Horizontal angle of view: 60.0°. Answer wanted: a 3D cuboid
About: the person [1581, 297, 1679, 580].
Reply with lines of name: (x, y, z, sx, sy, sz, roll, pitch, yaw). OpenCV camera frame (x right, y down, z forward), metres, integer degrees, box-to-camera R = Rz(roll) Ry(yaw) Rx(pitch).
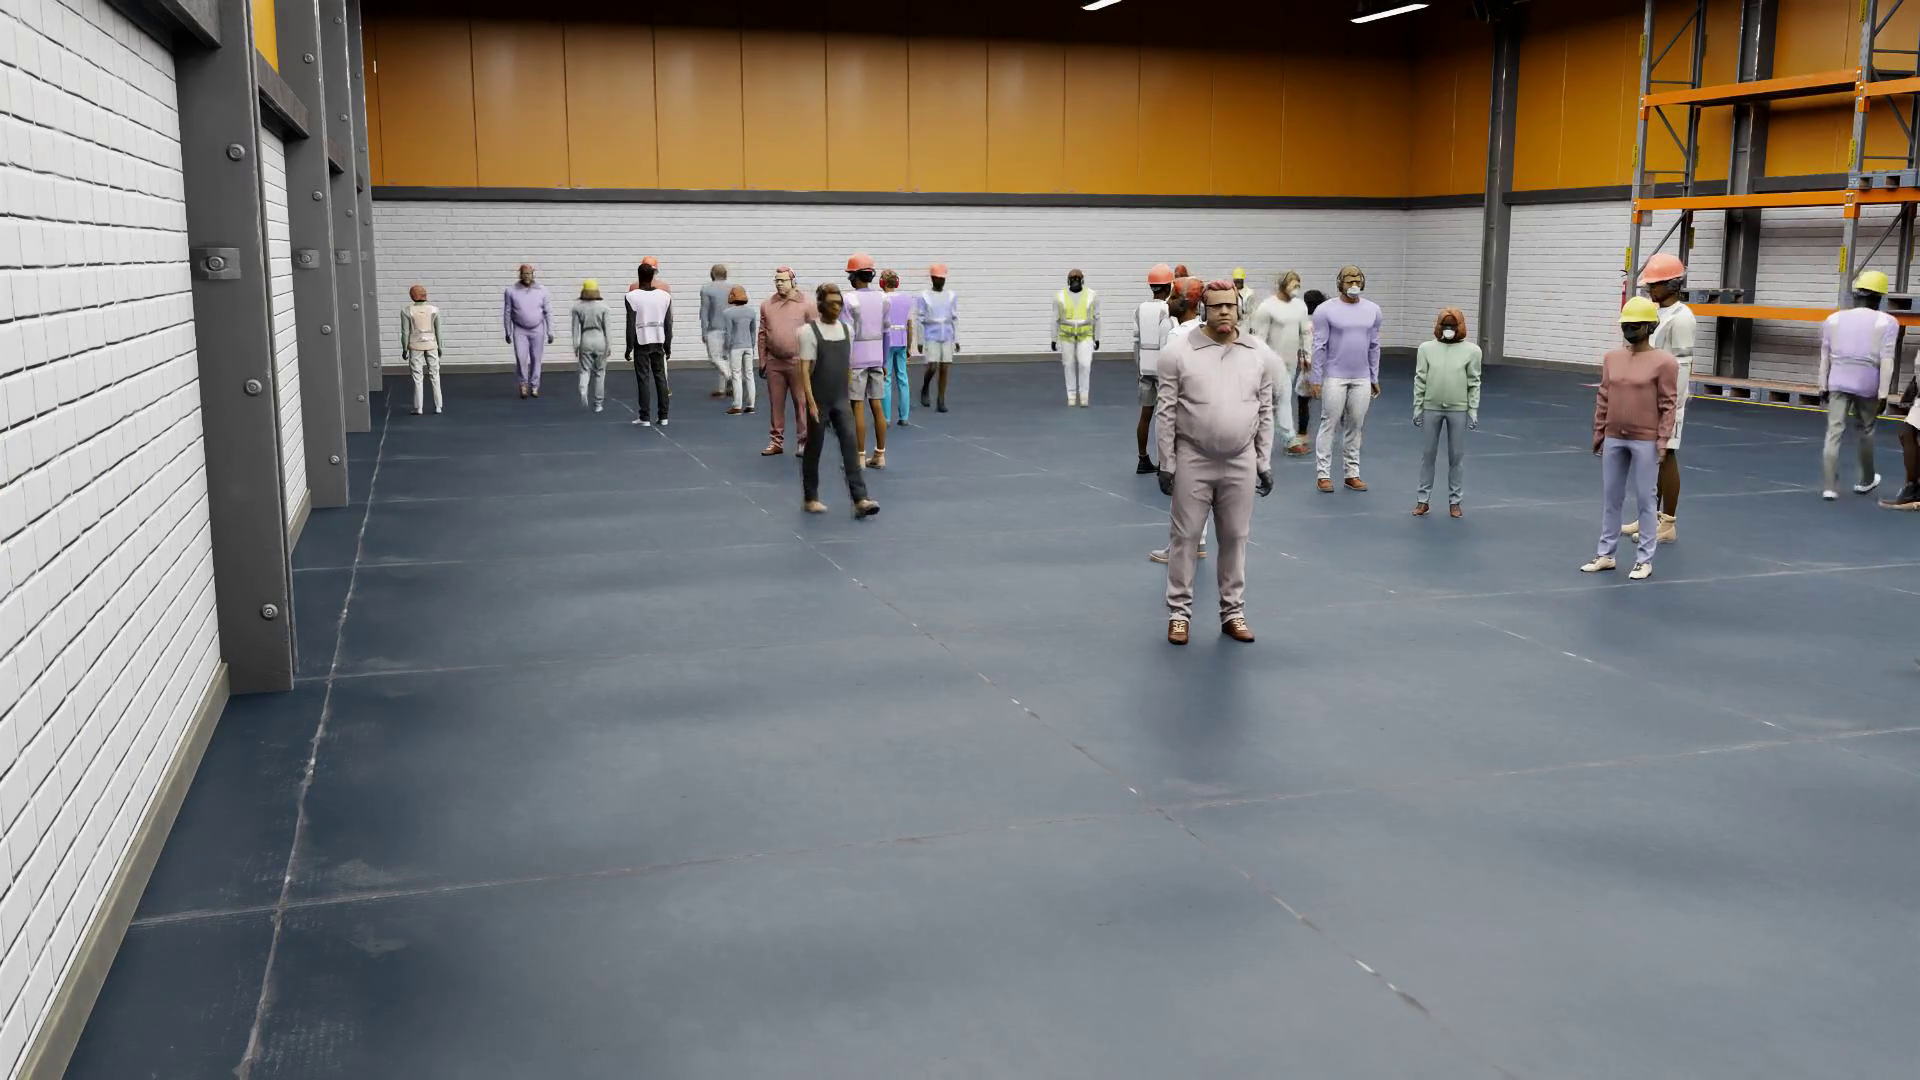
person: (4.224, -0.638, 10.468, 0.317, 1.769, 0.522, -7, 12, -36)

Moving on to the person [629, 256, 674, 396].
person: (-4.384, -3.034, 23.673, 0.622, 1.997, 0.371, 0, 10, 0)

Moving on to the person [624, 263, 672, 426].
person: (-3.684, -2.308, 19.696, 0.600, 1.917, 0.376, -8, 12, -37)

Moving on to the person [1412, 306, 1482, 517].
person: (3.764, -0.990, 12.893, 0.498, 1.633, 0.286, 4, 11, 21)

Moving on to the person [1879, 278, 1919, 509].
person: (7.668, -1.187, 13.184, 0.761, 1.921, 0.615, 5, 11, 28)

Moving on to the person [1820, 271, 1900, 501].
person: (7.469, -1.278, 13.849, 0.622, 1.884, 0.925, 9, 13, 42)

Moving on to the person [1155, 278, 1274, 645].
person: (1.341, -0.404, 8.710, 0.638, 1.909, 0.408, -1, 10, -7)

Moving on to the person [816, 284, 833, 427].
person: (-1.539, -2.130, 19.347, 0.536, 1.683, 0.479, -5, 11, -28)

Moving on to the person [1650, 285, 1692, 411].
person: (7.049, -1.753, 16.574, 0.668, 1.884, 0.445, -10, 14, -44)

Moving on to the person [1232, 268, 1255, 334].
person: (4.691, -3.694, 28.101, 0.578, 1.796, 0.900, 3, 10, 18)

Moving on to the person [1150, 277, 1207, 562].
person: (1.484, -0.788, 10.997, 0.351, 1.884, 0.581, 6, 11, 31)

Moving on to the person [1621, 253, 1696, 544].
person: (4.920, -0.990, 11.726, 0.381, 2.039, 0.606, 0, 10, 2)

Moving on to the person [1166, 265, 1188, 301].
person: (3.682, -3.659, 27.776, 0.593, 1.838, 0.976, -4, 11, -24)

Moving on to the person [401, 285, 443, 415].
person: (-6.797, -2.398, 21.028, 0.514, 1.640, 0.310, -6, 12, -32)

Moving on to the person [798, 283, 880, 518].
person: (-0.959, -1.058, 12.801, 0.521, 1.798, 0.948, -7, 12, -35)

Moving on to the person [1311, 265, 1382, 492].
person: (3.303, -1.376, 14.241, 0.635, 1.938, 0.354, -2, 10, -12)

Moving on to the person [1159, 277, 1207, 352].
person: (2.043, -1.429, 14.859, 0.601, 1.830, 0.404, -6, 12, -33)

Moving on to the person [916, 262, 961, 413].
person: (-0.287, -2.600, 21.380, 0.547, 1.922, 0.473, -4, 11, -23)

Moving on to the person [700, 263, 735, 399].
person: (-3.254, -2.896, 23.150, 0.661, 1.907, 0.748, -9, 13, -43)

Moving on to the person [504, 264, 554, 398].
person: (-6.038, -2.921, 23.344, 0.680, 1.876, 0.813, -3, 10, -17)

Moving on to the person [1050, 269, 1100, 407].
person: (1.518, -2.655, 21.982, 0.664, 1.815, 0.759, 1, 10, 5)

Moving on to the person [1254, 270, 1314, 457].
person: (3.281, -1.798, 16.919, 0.615, 1.878, 1.021, -7, 12, -35)

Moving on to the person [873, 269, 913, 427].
person: (-0.806, -2.241, 19.518, 0.563, 1.847, 0.388, -5, 11, -29)

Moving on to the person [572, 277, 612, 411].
person: (-4.721, -2.495, 21.339, 0.490, 1.730, 0.502, -1, 10, -4)

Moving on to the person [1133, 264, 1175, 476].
person: (1.834, -1.555, 15.273, 0.351, 1.942, 0.547, -9, 13, -41)

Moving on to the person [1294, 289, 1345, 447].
person: (3.799, -1.798, 17.456, 0.527, 1.668, 0.787, -7, 12, -33)

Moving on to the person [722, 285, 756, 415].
person: (-2.795, -2.404, 21.080, 0.282, 1.633, 0.500, 9, 13, 42)

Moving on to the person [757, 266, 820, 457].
person: (-1.738, -1.784, 16.701, 0.652, 1.906, 0.404, 3, 10, 16)

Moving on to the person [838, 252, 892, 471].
person: (-0.923, -1.663, 15.600, 0.605, 2.045, 0.377, -9, 13, -41)
